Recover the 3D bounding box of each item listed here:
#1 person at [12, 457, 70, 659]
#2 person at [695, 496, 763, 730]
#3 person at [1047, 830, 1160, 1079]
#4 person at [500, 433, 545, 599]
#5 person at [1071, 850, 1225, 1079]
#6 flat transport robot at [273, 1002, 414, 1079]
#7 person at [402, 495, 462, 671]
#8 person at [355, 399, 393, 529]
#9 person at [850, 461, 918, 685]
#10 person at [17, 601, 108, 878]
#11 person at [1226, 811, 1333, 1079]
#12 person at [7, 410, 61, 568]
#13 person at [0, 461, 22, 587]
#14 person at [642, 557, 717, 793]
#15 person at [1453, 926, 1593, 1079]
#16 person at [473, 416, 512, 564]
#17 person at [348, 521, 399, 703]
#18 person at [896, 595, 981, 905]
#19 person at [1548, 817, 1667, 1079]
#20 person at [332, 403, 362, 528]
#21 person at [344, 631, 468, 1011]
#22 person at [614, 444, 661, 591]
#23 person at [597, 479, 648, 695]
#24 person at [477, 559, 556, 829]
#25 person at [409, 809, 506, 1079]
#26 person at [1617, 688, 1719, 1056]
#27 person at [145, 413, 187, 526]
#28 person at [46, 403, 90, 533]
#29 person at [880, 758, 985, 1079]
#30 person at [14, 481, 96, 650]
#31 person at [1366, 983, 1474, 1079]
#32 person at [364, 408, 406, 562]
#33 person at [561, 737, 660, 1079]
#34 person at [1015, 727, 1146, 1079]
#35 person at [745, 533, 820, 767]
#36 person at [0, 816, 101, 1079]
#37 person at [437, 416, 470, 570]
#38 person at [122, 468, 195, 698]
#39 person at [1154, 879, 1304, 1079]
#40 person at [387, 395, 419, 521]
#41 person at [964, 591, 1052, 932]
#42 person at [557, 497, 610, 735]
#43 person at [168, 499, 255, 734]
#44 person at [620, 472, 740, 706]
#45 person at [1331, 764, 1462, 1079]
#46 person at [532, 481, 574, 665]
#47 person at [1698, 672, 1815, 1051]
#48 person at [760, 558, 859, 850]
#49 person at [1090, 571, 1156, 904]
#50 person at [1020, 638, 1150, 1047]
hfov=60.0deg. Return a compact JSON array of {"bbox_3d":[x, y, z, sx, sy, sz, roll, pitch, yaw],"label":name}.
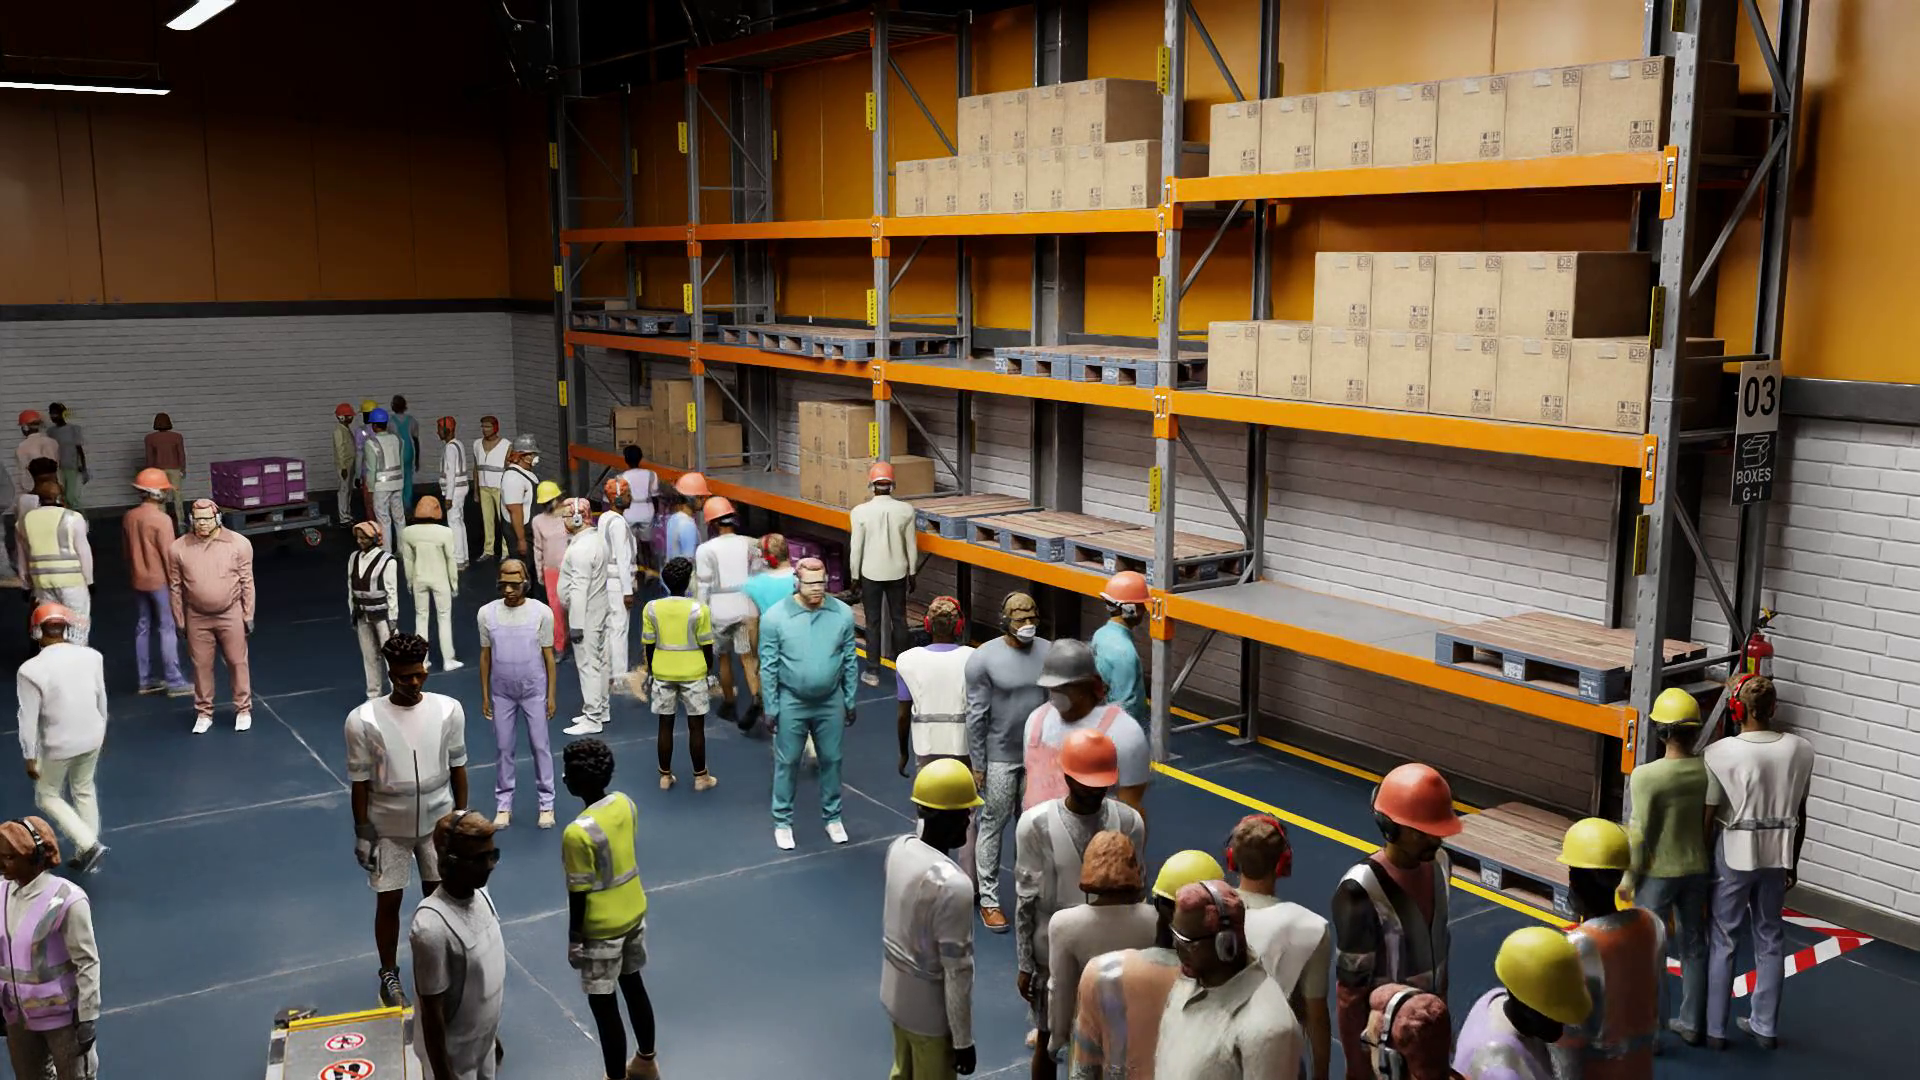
[{"bbox_3d":[-8.547,0.192,15.546,0.625,1.953,0.385,4,11,23],"label":"person"},{"bbox_3d":[-1.809,0.600,13.355,0.558,1.900,0.803,-4,11,-25],"label":"person"},{"bbox_3d":[0.580,1.910,6.396,0.498,1.633,0.278,-1,10,-3],"label":"person"},{"bbox_3d":[-4.385,-0.085,16.919,0.535,2.000,0.681,-1,10,-3],"label":"person"},{"bbox_3d":[0.660,1.958,5.409,0.611,1.880,0.840,0,10,2],"label":"person"},{"bbox_3d":[-2.734,2.419,7.404,0.652,0.197,1.431,-3,10,-19],"label":"flat transport robot"},{"bbox_3d":[-4.847,0.399,15.273,0.507,1.631,0.268,1,10,4],"label":"person"},{"bbox_3d":[-7.810,-0.913,22.150,0.385,1.921,0.586,6,11,30],"label":"person"},{"bbox_3d":[-0.684,0.294,14.826,0.623,1.992,0.396,-3,10,-17],"label":"person"},{"bbox_3d":[-5.442,1.230,10.144,0.512,1.710,0.606,5,11,27],"label":"person"},{"bbox_3d":[1.063,1.876,6.028,0.579,1.829,0.478,5,11,25],"label":"person"},{"bbox_3d":[-11.249,-0.598,20.184,0.985,1.945,0.600,5,11,26],"label":"person"},{"bbox_3d":[-11.255,-0.458,19.108,0.870,2.000,0.695,-2,10,-12],"label":"person"},{"bbox_3d":[-1.987,0.959,11.798,0.504,1.697,0.317,2,10,10],"label":"person"},{"bbox_3d":[1.580,2.020,5.060,0.532,1.878,0.628,2,10,14],"label":"person"},{"bbox_3d":[-5.794,-0.632,20.698,0.569,1.844,0.378,3,10,17],"label":"person"},{"bbox_3d":[-4.869,0.645,13.830,0.514,1.631,0.312,5,11,26],"label":"person"},{"bbox_3d":[-0.090,1.244,9.696,0.563,1.843,0.389,1,10,4],"label":"person"},{"bbox_3d":[2.196,1.887,5.906,0.590,1.853,1.058,-5,11,-27],"label":"person"},{"bbox_3d":[-8.632,-1.054,23.438,0.327,1.753,0.563,-2,10,-9],"label":"person"},{"bbox_3d":[-2.764,1.412,8.390,0.599,1.958,0.372,-6,11,-33],"label":"person"},{"bbox_3d":[-3.692,-0.260,18.969,0.564,1.678,0.365,-5,11,-29],"label":"person"},{"bbox_3d":[-2.976,0.403,14.514,0.355,1.883,0.572,-5,11,-26],"label":"person"},{"bbox_3d":[-2.929,1.021,11.042,0.502,1.837,0.349,0,10,-3],"label":"person"},{"bbox_3d":[-1.798,1.867,6.041,0.326,1.842,0.509,1,10,4],"label":"person"},{"bbox_3d":[3.383,1.577,7.966,0.533,1.767,0.326,-3,10,-18],"label":"person"},{"bbox_3d":[-11.093,-0.963,23.258,0.500,1.636,0.280,-4,10,-22],"label":"person"},{"bbox_3d":[-12.060,-0.931,22.430,0.564,1.851,0.394,1,10,8],"label":"person"},{"bbox_3d":[-0.096,1.775,6.397,0.424,1.913,0.602,-4,11,-24],"label":"person"},{"bbox_3d":[-8.017,0.393,14.761,0.702,1.822,0.491,0,10,3],"label":"person"},{"bbox_3d":[1.184,2.108,4.459,0.399,1.902,0.642,6,11,30],"label":"person"},{"bbox_3d":[-7.101,-0.656,20.539,0.396,1.949,0.602,5,11,26],"label":"person"},{"bbox_3d":[-1.592,1.708,7.449,0.324,1.689,0.546,3,10,16],"label":"person"},{"bbox_3d":[0.500,1.693,6.819,0.544,1.929,0.387,-1,10,-8],"label":"person"},{"bbox_3d":[-1.251,0.839,12.143,0.605,1.813,0.458,-1,10,-5],"label":"person"},{"bbox_3d":[-3.616,1.878,6.573,0.523,1.638,0.311,3,10,19],"label":"person"},{"bbox_3d":[-6.173,-0.569,20.249,0.369,1.878,0.584,-2,10,-10],"label":"person"},{"bbox_3d":[-6.955,0.365,14.412,0.621,1.992,0.395,5,11,28],"label":"person"},{"bbox_3d":[0.792,1.981,5.238,0.400,1.895,0.654,-3,10,-19],"label":"person"},{"bbox_3d":[-8.006,-1.168,23.861,0.532,1.834,0.484,-6,11,-32],"label":"person"},{"bbox_3d":[0.325,1.238,9.450,0.627,1.940,0.373,-5,11,-28],"label":"person"},{"bbox_3d":[-3.015,0.600,13.318,0.399,1.900,0.644,0,10,-1],"label":"person"},{"bbox_3d":[-5.960,0.610,13.278,0.635,1.900,0.397,-3,10,-16],"label":"person"},{"bbox_3d":[-2.395,0.419,14.077,0.957,2.007,0.608,-3,10,-17],"label":"person"},{"bbox_3d":[1.597,1.780,6.021,0.615,2.029,0.409,-9,13,-42],"label":"person"},{"bbox_3d":[-3.776,0.263,15.824,0.546,1.711,0.833,0,10,0],"label":"person"},{"bbox_3d":[3.761,1.548,7.941,0.560,1.836,0.393,-1,10,-6],"label":"person"},{"bbox_3d":[-0.957,1.046,10.713,0.649,1.899,0.399,-3,10,-18],"label":"person"},{"bbox_3d":[0.937,1.164,9.764,0.412,1.988,0.619,-1,10,-8],"label":"person"},{"bbox_3d":[0.564,1.435,7.996,0.702,2.000,0.632,8,12,38],"label":"person"}]
